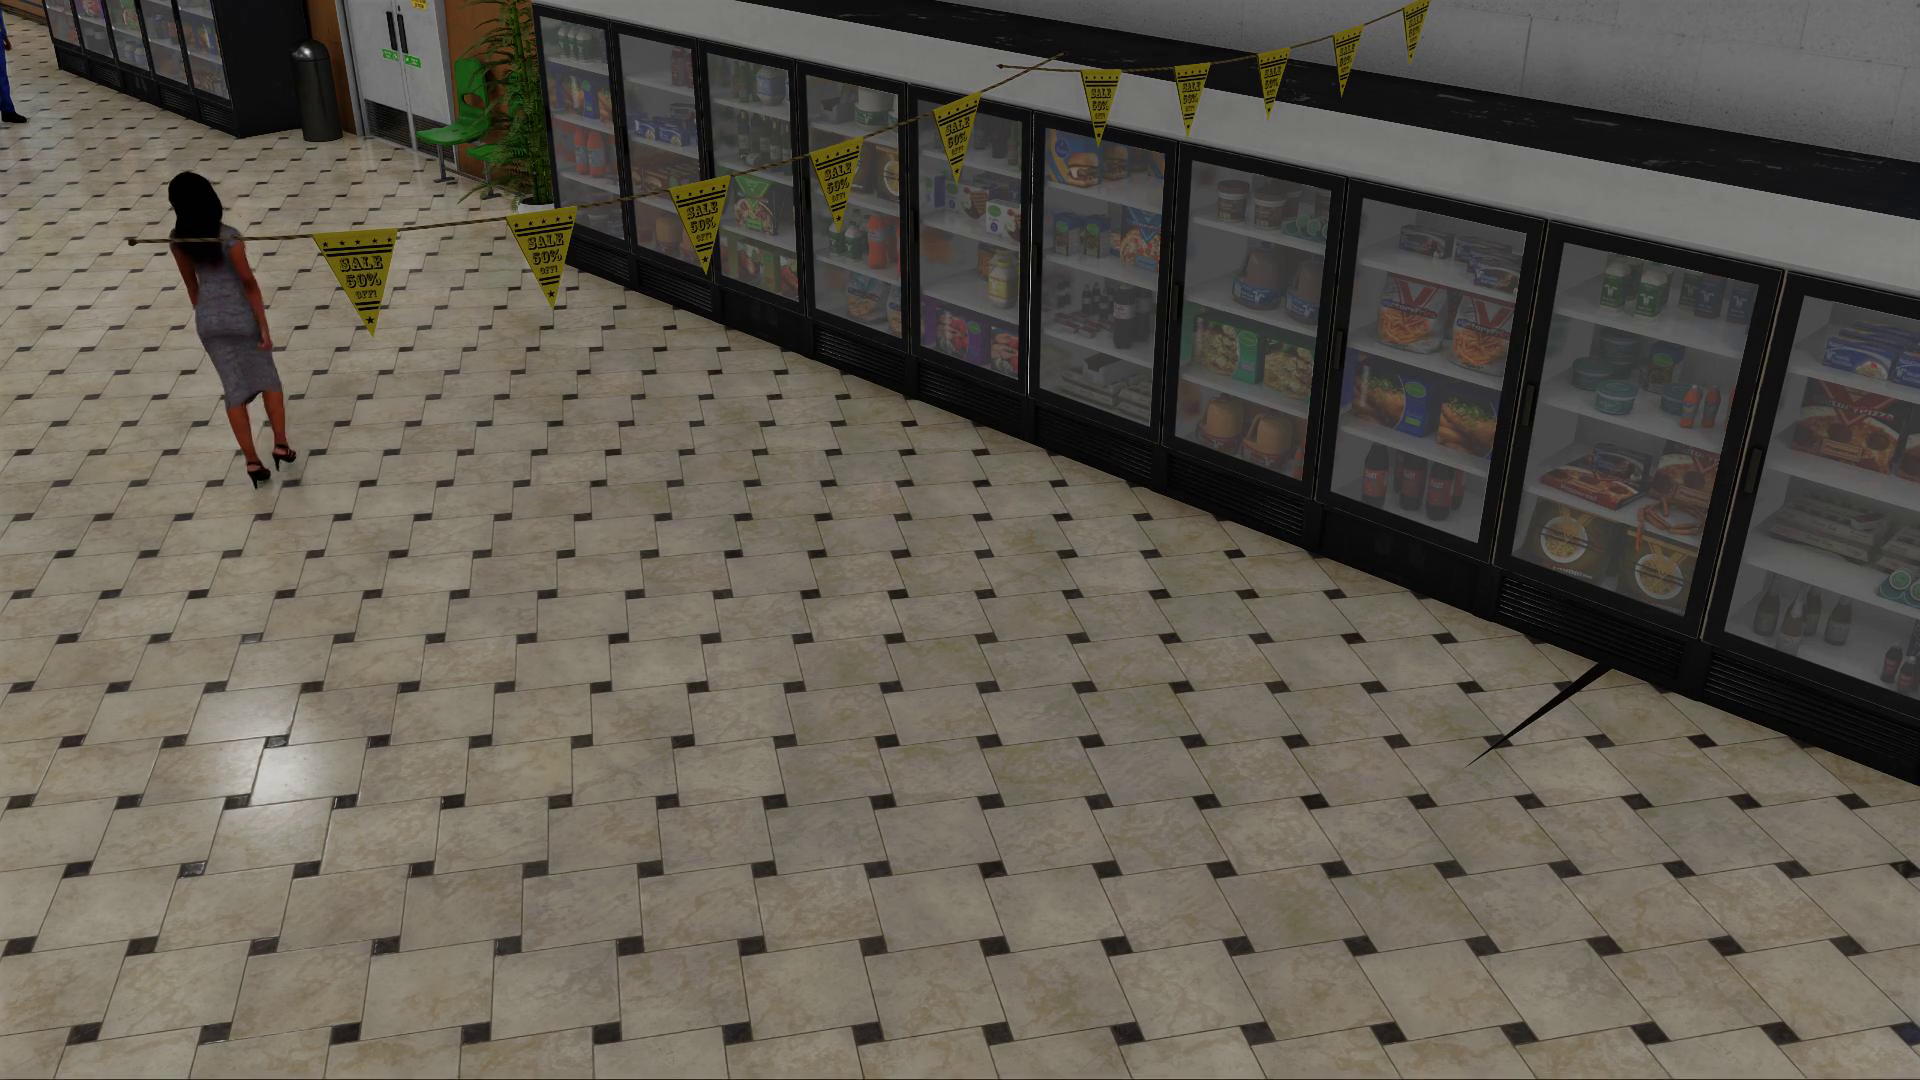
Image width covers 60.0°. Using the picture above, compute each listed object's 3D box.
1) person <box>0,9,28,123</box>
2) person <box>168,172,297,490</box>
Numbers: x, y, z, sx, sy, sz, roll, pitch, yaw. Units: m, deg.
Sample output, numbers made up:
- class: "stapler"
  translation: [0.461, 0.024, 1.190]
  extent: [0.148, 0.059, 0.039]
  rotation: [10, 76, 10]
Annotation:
- class: "person"
  translation: [-10.146, -5.235, 17.254]
  extent: [0.770, 1.813, 0.595]
  rotation: [16, 31, 29]
- class: "person"
  translation: [-4.042, -1.134, 9.232]
  extent: [0.783, 1.755, 0.844]
  rotation: [5, 27, 10]
